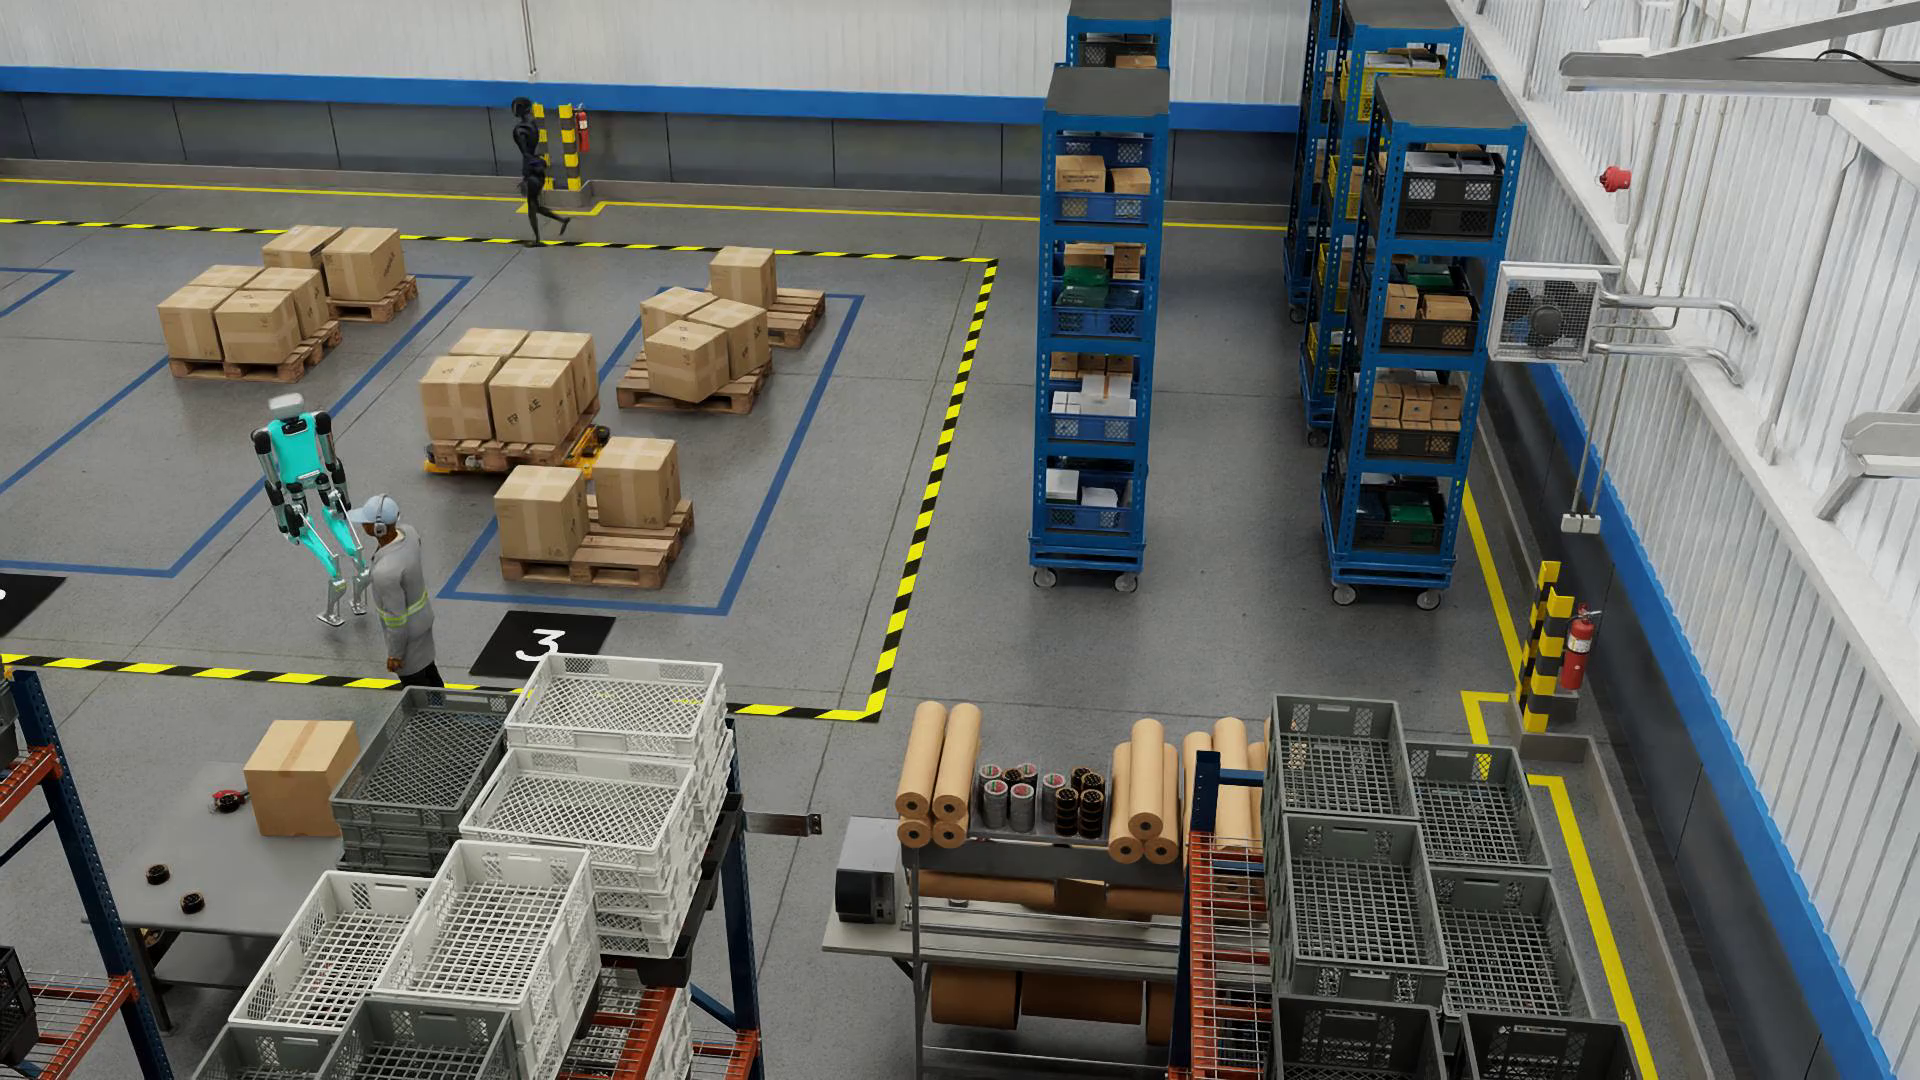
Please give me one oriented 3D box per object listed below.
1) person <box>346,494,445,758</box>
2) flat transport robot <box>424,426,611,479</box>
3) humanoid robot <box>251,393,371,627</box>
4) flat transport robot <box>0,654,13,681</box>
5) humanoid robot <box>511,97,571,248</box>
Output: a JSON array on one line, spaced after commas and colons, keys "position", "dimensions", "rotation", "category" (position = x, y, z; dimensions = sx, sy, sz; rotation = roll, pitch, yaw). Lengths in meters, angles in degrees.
[{"position": [-3.411, 0.539, 10.174], "dimensions": [0.373, 1.852, 0.588], "rotation": [-2, 30, -4], "category": "person"}, {"position": [-3.693, -0.772, 13.972], "dimensions": [1.431, 0.197, 0.652], "rotation": [3, 30, 6], "category": "flat transport robot"}, {"position": [-4.332, -0.148, 11.338], "dimensions": [0.533, 1.673, 0.735], "rotation": [-25, 38, -36], "category": "humanoid robot"}, {"position": [-7.142, 0.969, 11.010], "dimensions": [1.431, 0.231, 0.659], "rotation": [3, 30, 6], "category": "flat transport robot"}, {"position": [-4.602, -4.004, 18.155], "dimensions": [0.507, 1.645, 0.609], "rotation": [-2, 30, -3], "category": "humanoid robot"}]
